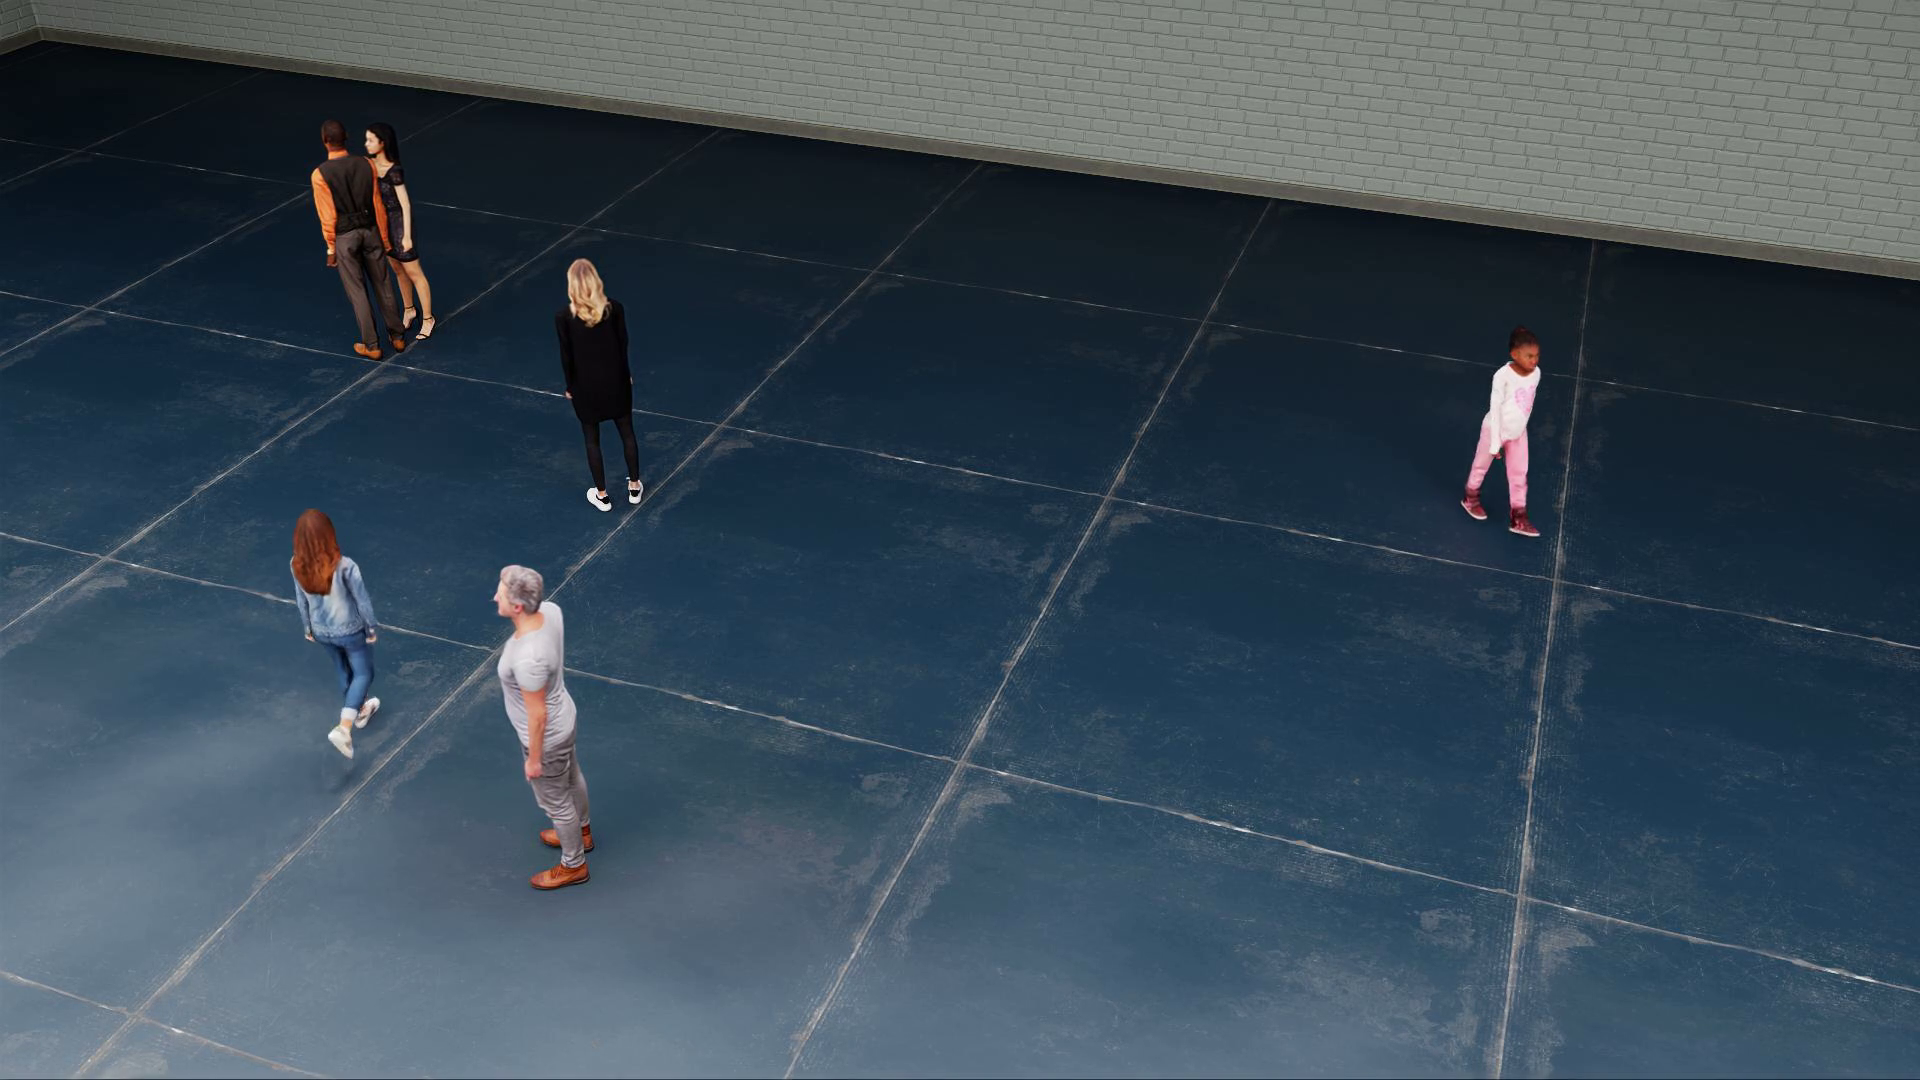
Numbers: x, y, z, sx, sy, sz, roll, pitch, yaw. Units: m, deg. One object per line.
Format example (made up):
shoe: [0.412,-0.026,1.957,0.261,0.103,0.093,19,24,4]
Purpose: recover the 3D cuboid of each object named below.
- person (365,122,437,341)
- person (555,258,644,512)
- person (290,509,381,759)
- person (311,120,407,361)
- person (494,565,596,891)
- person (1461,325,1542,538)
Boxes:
person: [-4.483,-2.463,13.277,0.646,1.791,0.619,27,41,35]
person: [-2.393,-1.021,11.052,0.673,1.801,0.724,-13,35,-19]
person: [-3.388,0.519,8.994,0.674,1.461,0.893,4,33,7]
person: [-4.700,-2.336,12.976,0.725,1.907,0.855,-27,42,-35]
person: [-1.996,0.899,8.071,0.824,1.831,0.653,-2,33,-3]
person: [3.553,-0.760,10.999,0.865,1.420,0.975,-9,34,-14]
